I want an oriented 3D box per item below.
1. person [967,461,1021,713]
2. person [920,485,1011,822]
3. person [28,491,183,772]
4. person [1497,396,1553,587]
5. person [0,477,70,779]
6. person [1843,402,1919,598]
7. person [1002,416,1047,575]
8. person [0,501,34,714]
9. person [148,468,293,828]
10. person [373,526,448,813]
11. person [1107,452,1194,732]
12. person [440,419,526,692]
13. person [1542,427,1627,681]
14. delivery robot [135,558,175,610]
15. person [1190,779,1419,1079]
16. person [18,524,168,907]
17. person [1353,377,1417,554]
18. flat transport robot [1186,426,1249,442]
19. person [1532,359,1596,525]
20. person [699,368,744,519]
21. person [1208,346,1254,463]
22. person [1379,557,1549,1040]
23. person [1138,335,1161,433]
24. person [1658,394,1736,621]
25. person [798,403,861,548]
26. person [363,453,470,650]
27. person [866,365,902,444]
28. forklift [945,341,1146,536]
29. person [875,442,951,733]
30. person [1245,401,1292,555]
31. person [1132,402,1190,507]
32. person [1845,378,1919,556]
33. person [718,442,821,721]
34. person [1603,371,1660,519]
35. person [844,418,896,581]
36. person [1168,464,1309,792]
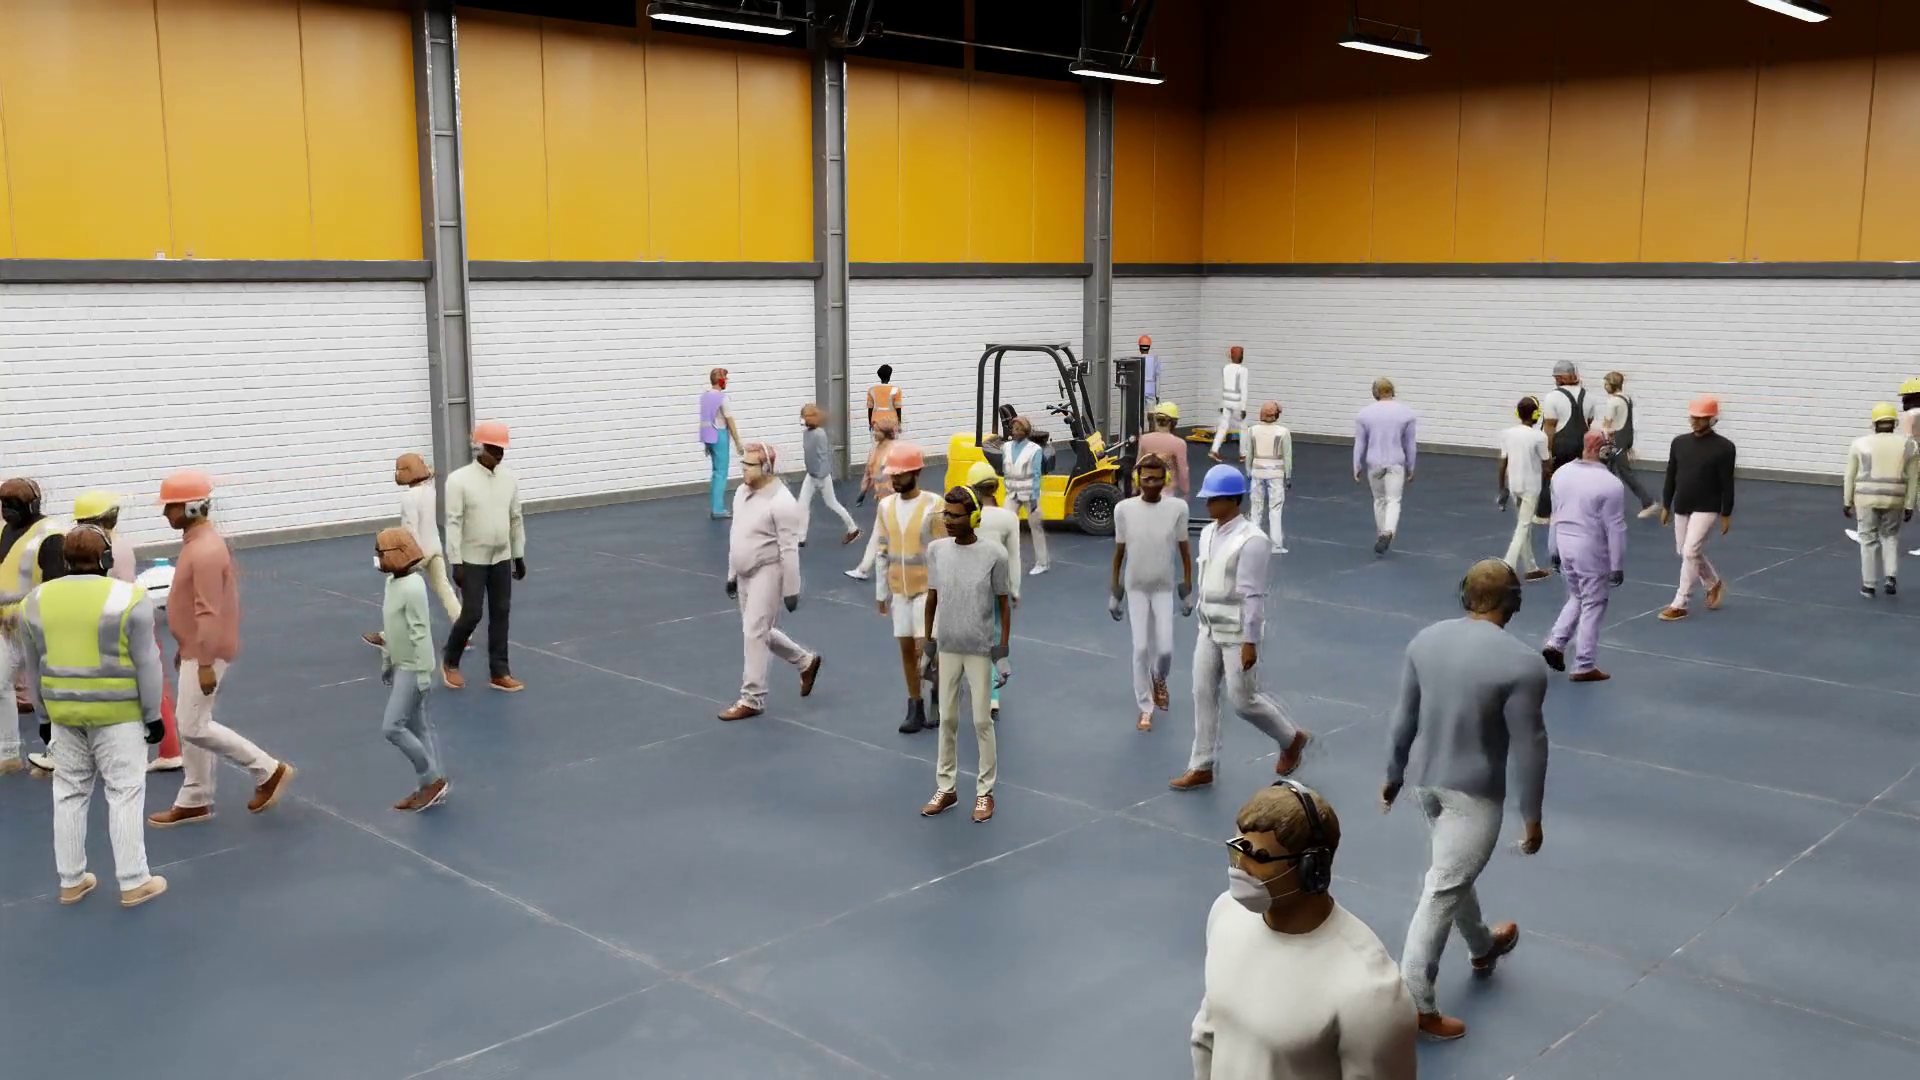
[{"bbox_3d":[0.159,0.314,11.529,0.521,1.715,0.953,-3,10,-20],"label":"person"},{"bbox_3d":[0.025,0.621,9.157,0.532,1.865,0.311,4,10,21],"label":"person"},{"bbox_3d":[-5.115,0.564,9.924,0.883,1.714,0.544,0,9,-1],"label":"person"},{"bbox_3d":[5.442,-0.462,15.916,0.762,1.844,0.520,-5,11,-28],"label":"person"},{"bbox_3d":[-5.571,0.539,9.809,0.668,1.813,0.617,5,10,27],"label":"person"},{"bbox_3d":[8.479,-0.366,15.357,0.588,1.814,0.419,3,10,16],"label":"person"},{"bbox_3d":[0.569,-0.408,16.288,0.529,1.591,0.864,8,12,40],"label":"person"},{"bbox_3d":[-6.559,0.337,10.920,0.683,1.849,0.981,6,11,31],"label":"person"},{"bbox_3d":[-4.084,0.588,9.028,0.662,1.971,0.632,-4,10,-26],"label":"person"},{"bbox_3d":[-3.085,0.727,9.246,0.368,1.617,0.527,-6,11,-32],"label":"person"},{"bbox_3d":[1.265,0.327,11.023,0.572,1.847,0.478,1,9,6],"label":"person"},{"bbox_3d":[-3.400,0.114,11.896,0.513,1.979,0.645,7,12,37],"label":"person"},{"bbox_3d":[4.621,0.110,12.206,0.436,1.890,0.670,-4,10,-23],"label":"person"},{"bbox_3d":[-6.816,0.398,14.238,0.477,0.478,0.707,8,12,39],"label":"delivery robot"},{"bbox_3d":[0.717,1.472,3.712,0.364,1.939,0.636,-5,11,-28],"label":"person"},{"bbox_3d":[-4.131,0.838,7.982,0.635,1.831,0.432,1,9,4],"label":"person"},{"bbox_3d":[4.519,-0.781,17.716,0.656,1.892,0.883,3,10,17],"label":"person"},{"bbox_3d":[4.727,-1.875,29.333,1.431,0.197,0.652,-7,11,-36],"label":"flat transport robot"},{"bbox_3d":[7.119,-1.142,19.424,0.689,2.000,0.957,-3,10,-18],"label":"person"},{"bbox_3d":[-2.928,-1.169,20.198,0.440,1.837,0.582,-7,12,-36],"label":"person"},{"bbox_3d":[4.250,-2.118,26.019,0.942,1.847,0.584,-8,12,-41],"label":"person"},{"bbox_3d":[2.090,1.010,6.750,1.051,1.869,0.697,-6,11,-31],"label":"person"},{"bbox_3d":[3.065,-2.451,27.767,0.552,1.935,0.367,-2,9,-9],"label":"person"},{"bbox_3d":[6.452,-0.300,14.485,0.924,1.966,0.622,-5,11,-29],"label":"person"},{"bbox_3d":[-1.489,-0.705,18.131,0.860,1.593,0.506,-5,11,-30],"label":"person"},{"bbox_3d":[-4.300,0.106,13.168,0.871,1.583,0.518,2,9,12],"label":"person"},{"bbox_3d":[-1.059,-1.626,23.467,0.535,1.693,0.317,3,10,19],"label":"person"},{"bbox_3d":[0.977,-1.223,19.452,2.313,2.155,1.214,2,9,11],"label":"forklift"},{"bbox_3d":[-0.299,0.322,10.784,0.595,1.927,0.449,6,11,30],"label":"person"},{"bbox_3d":[3.280,-0.658,17.694,0.523,1.636,0.311,6,11,34],"label":"person"},{"bbox_3d":[1.957,-0.473,16.230,0.591,1.741,0.455,7,12,37],"label":"person"},{"bbox_3d":[10.035,-0.777,17.698,0.599,1.869,0.976,-5,11,-30],"label":"person"},{"bbox_3d":[-1.305,0.256,11.341,0.803,1.885,0.645,-6,11,-33],"label":"person"},{"bbox_3d":[8.121,-1.157,20.318,0.949,1.803,0.535,8,12,40],"label":"person"},{"bbox_3d":[-0.739,-0.403,16.280,0.895,1.584,0.521,-5,11,-29],"label":"person"},{"bbox_3d":[1.633,0.510,9.660,0.777,1.929,0.608,-4,10,-25],"label":"person"}]
